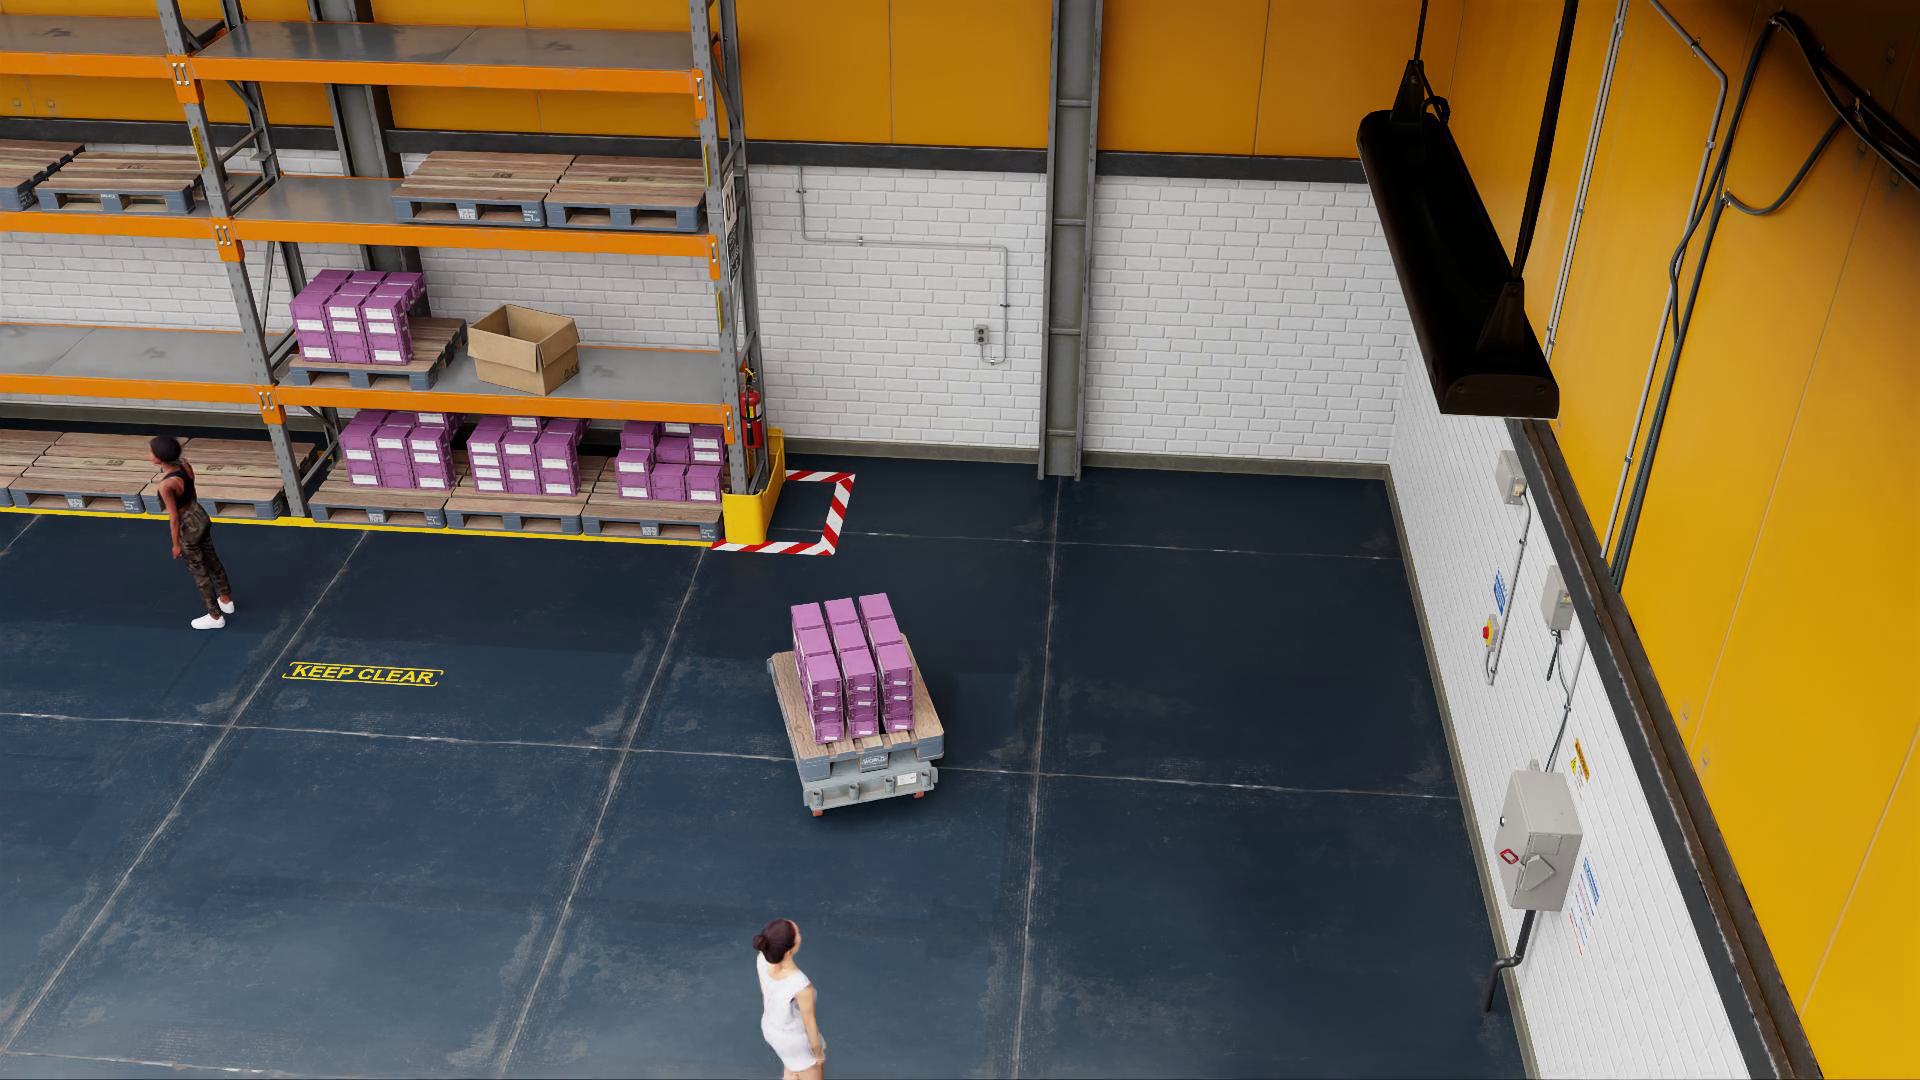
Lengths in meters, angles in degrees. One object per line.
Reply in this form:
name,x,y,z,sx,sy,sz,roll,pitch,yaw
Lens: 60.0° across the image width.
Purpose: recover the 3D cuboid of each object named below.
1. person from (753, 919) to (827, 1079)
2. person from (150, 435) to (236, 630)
person,-0.958,2.690,8.940,0.879,1.594,0.833,-29,43,-36
person,-6.016,-0.075,13.004,0.510,1.700,0.571,2,34,4
